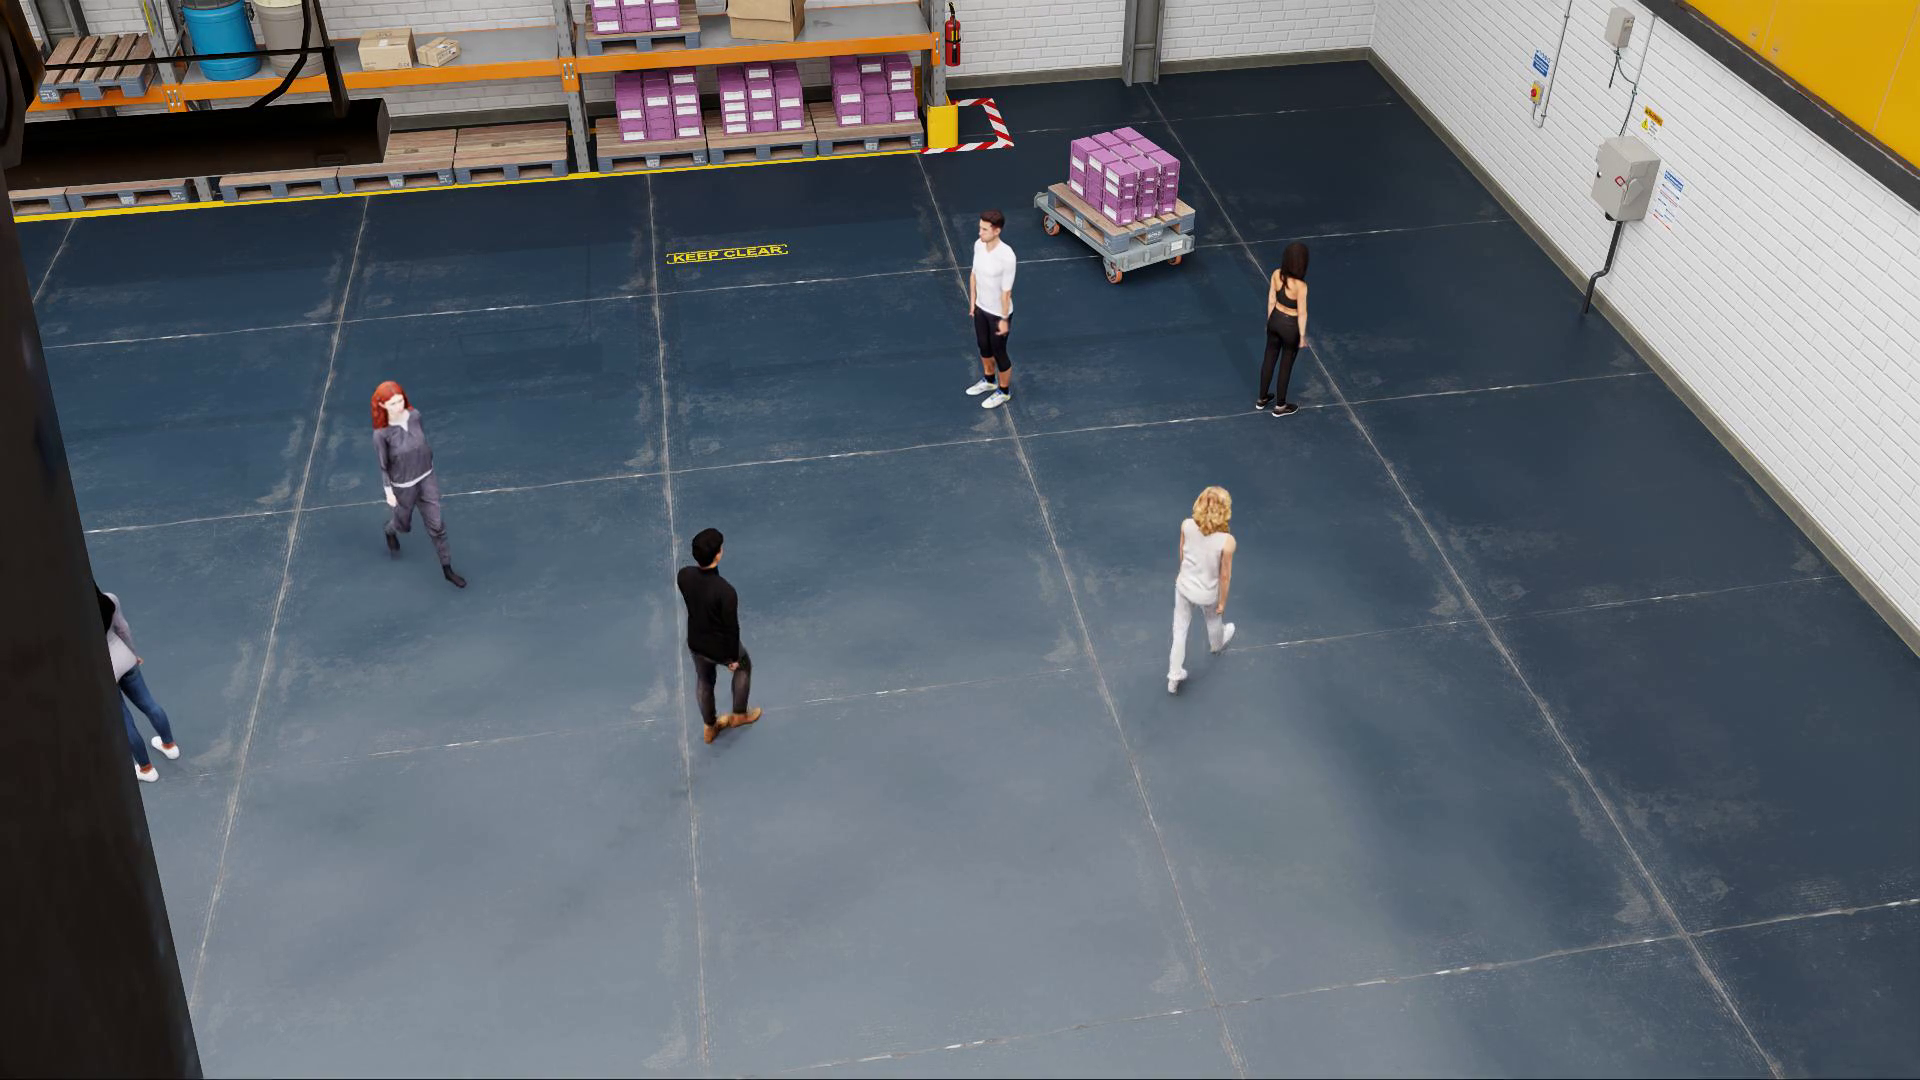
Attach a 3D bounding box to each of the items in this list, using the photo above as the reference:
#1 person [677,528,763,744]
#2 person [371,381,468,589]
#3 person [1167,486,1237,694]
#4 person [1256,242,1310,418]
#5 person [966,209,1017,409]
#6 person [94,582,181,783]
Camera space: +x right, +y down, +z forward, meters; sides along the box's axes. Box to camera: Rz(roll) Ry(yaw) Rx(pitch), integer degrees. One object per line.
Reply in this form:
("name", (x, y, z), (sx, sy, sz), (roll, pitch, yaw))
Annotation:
("person", (-1.680, 0.691, 11.075), (0.795, 1.710, 0.864), (17, 42, 20))
("person", (-4.160, -0.451, 12.468), (1.072, 1.758, 1.066), (28, 46, 30))
("person", (1.615, 0.373, 11.539), (1.032, 1.630, 1.088), (23, 44, 26))
("person", (2.778, -1.814, 14.266), (0.645, 1.644, 0.625), (-30, 47, -32))
("person", (0.293, -2.011, 14.349), (0.742, 1.848, 0.740), (-27, 46, -30))
("person", (-5.521, 0.866, 10.838), (0.704, 1.734, 0.692), (14, 41, 17))
